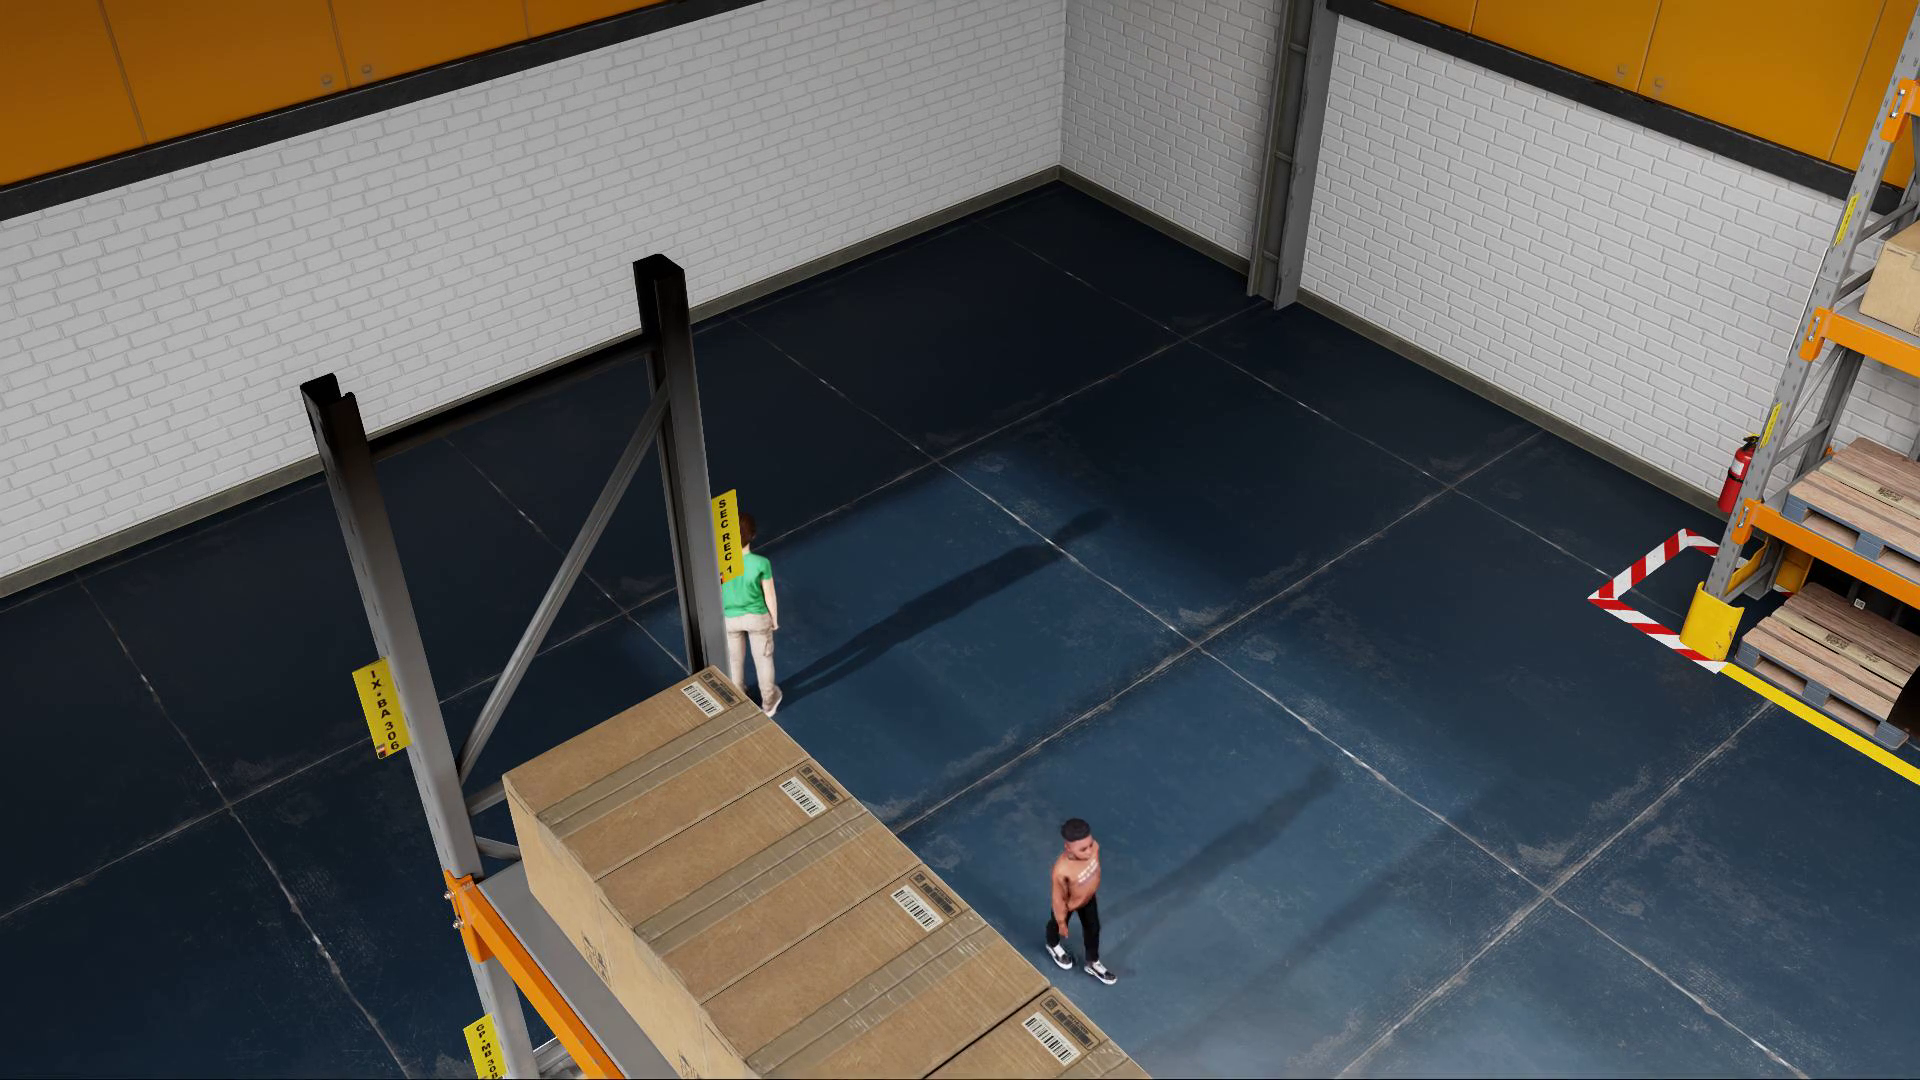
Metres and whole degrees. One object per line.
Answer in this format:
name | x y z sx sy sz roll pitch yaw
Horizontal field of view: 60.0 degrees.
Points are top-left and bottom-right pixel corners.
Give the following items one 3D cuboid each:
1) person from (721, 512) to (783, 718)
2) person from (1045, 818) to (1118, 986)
person | -1.430 0.518 11.112 0.652 1.650 0.714 4 39 5
person | 0.607 2.014 9.571 0.538 1.236 0.702 -29 47 -31
